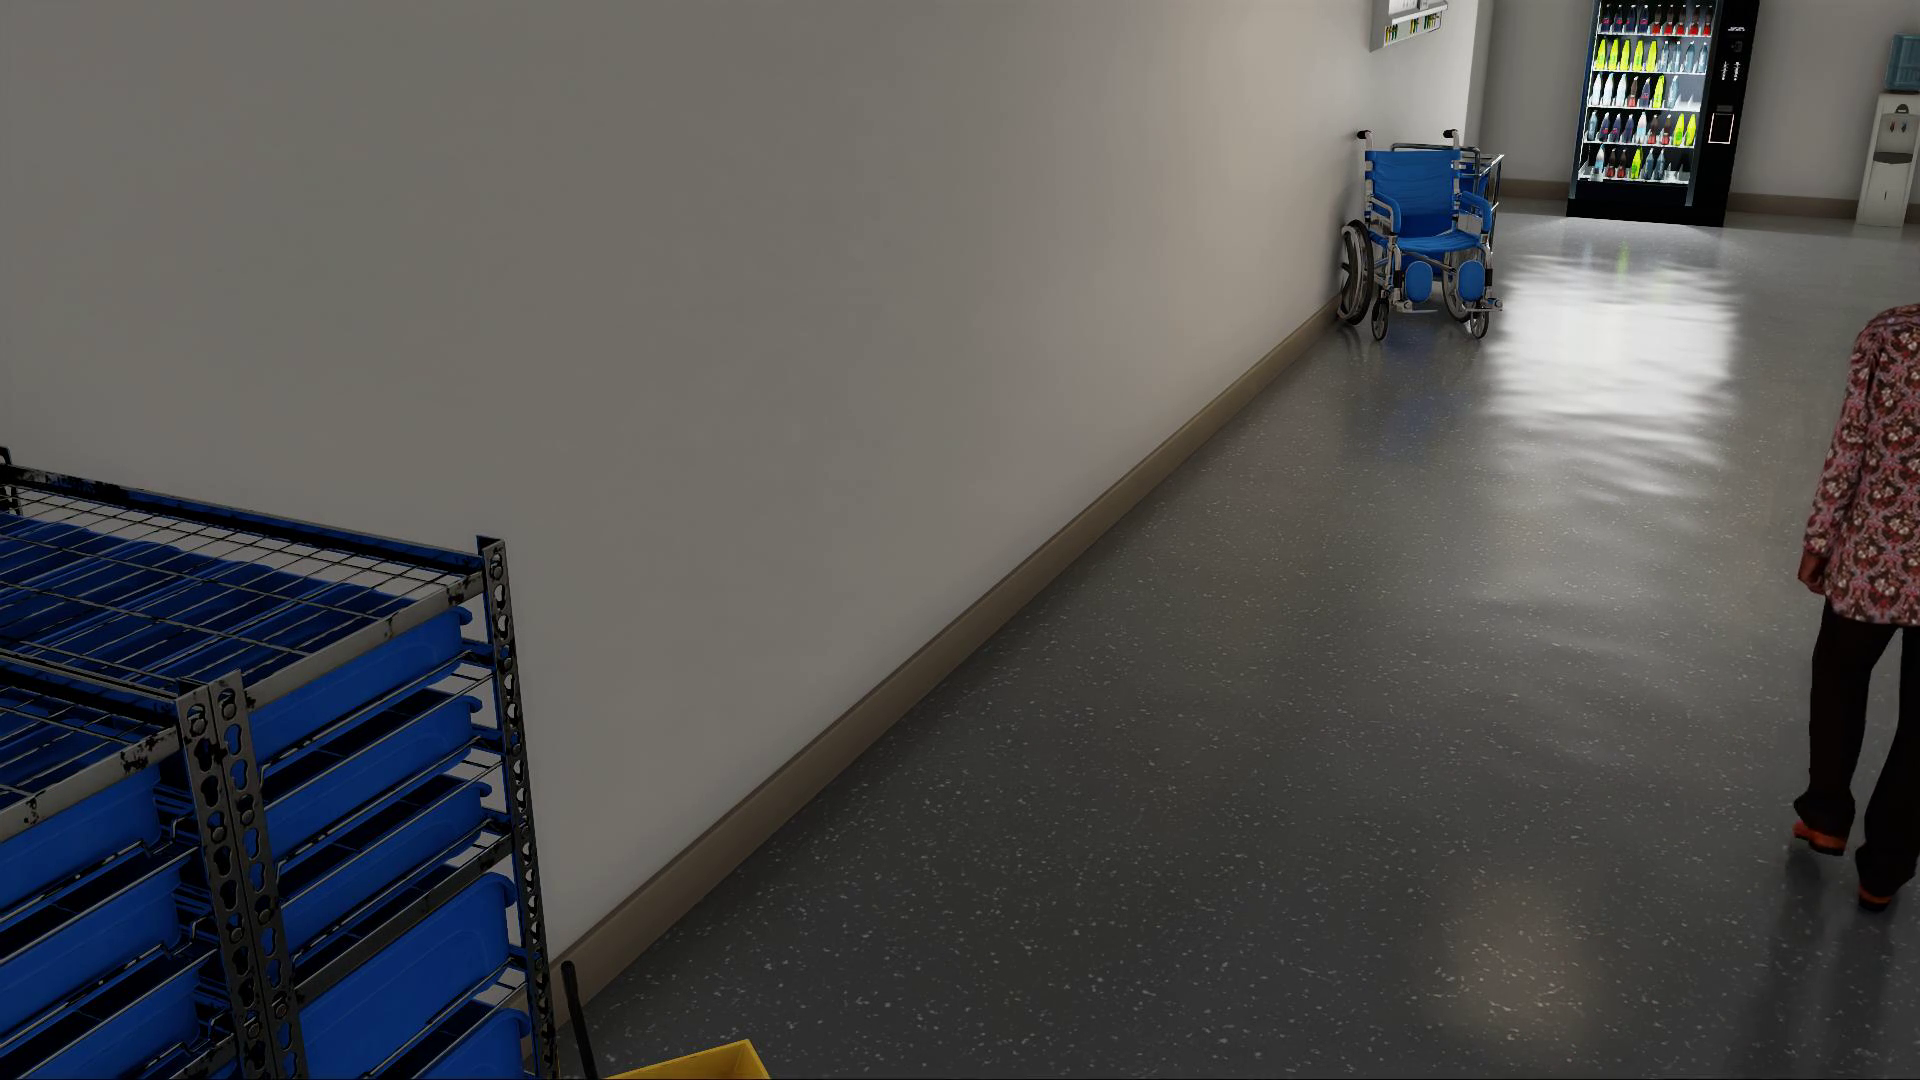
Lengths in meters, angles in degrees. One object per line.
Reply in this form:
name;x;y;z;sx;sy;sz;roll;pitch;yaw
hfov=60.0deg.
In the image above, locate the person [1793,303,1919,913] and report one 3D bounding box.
person;2.323;0.093;4.029;0.596;1.789;0.797;12;24;29
